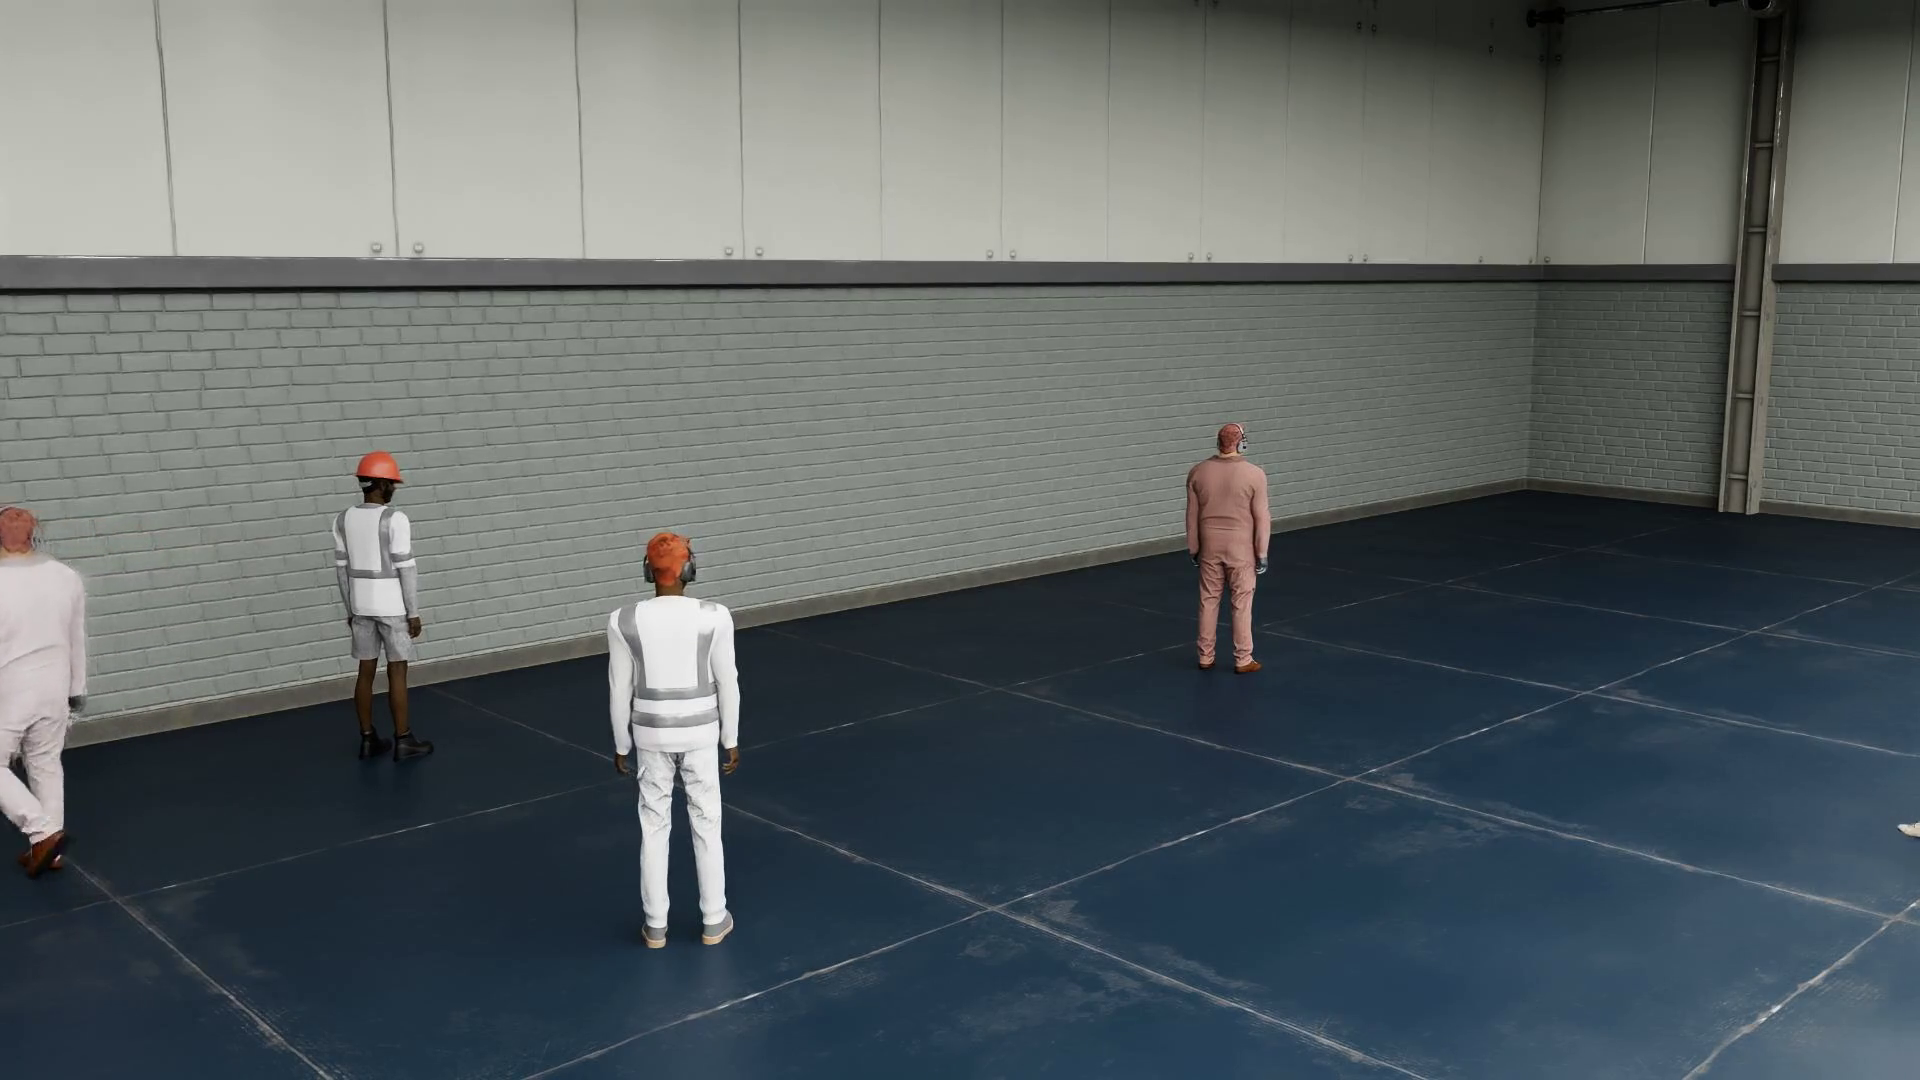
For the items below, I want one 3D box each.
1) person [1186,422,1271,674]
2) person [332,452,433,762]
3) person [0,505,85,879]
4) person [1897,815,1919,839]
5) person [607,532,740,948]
[{"bbox_3d":[2.042,0.061,12.604,0.655,1.906,0.407,5,11,30],"label":"person"},{"bbox_3d":[-3.588,0.415,10.343,0.542,1.928,0.374,3,10,17],"label":"person"},{"bbox_3d":[-4.646,0.769,8.259,0.473,1.891,0.671,4,10,23],"label":"person"},{"bbox_3d":[5.292,0.791,8.601,0.534,1.746,0.710,-2,9,-13],"label":"person"},{"bbox_3d":[-1.274,0.905,7.474,0.573,1.874,0.354,-1,9,-5],"label":"person"}]
